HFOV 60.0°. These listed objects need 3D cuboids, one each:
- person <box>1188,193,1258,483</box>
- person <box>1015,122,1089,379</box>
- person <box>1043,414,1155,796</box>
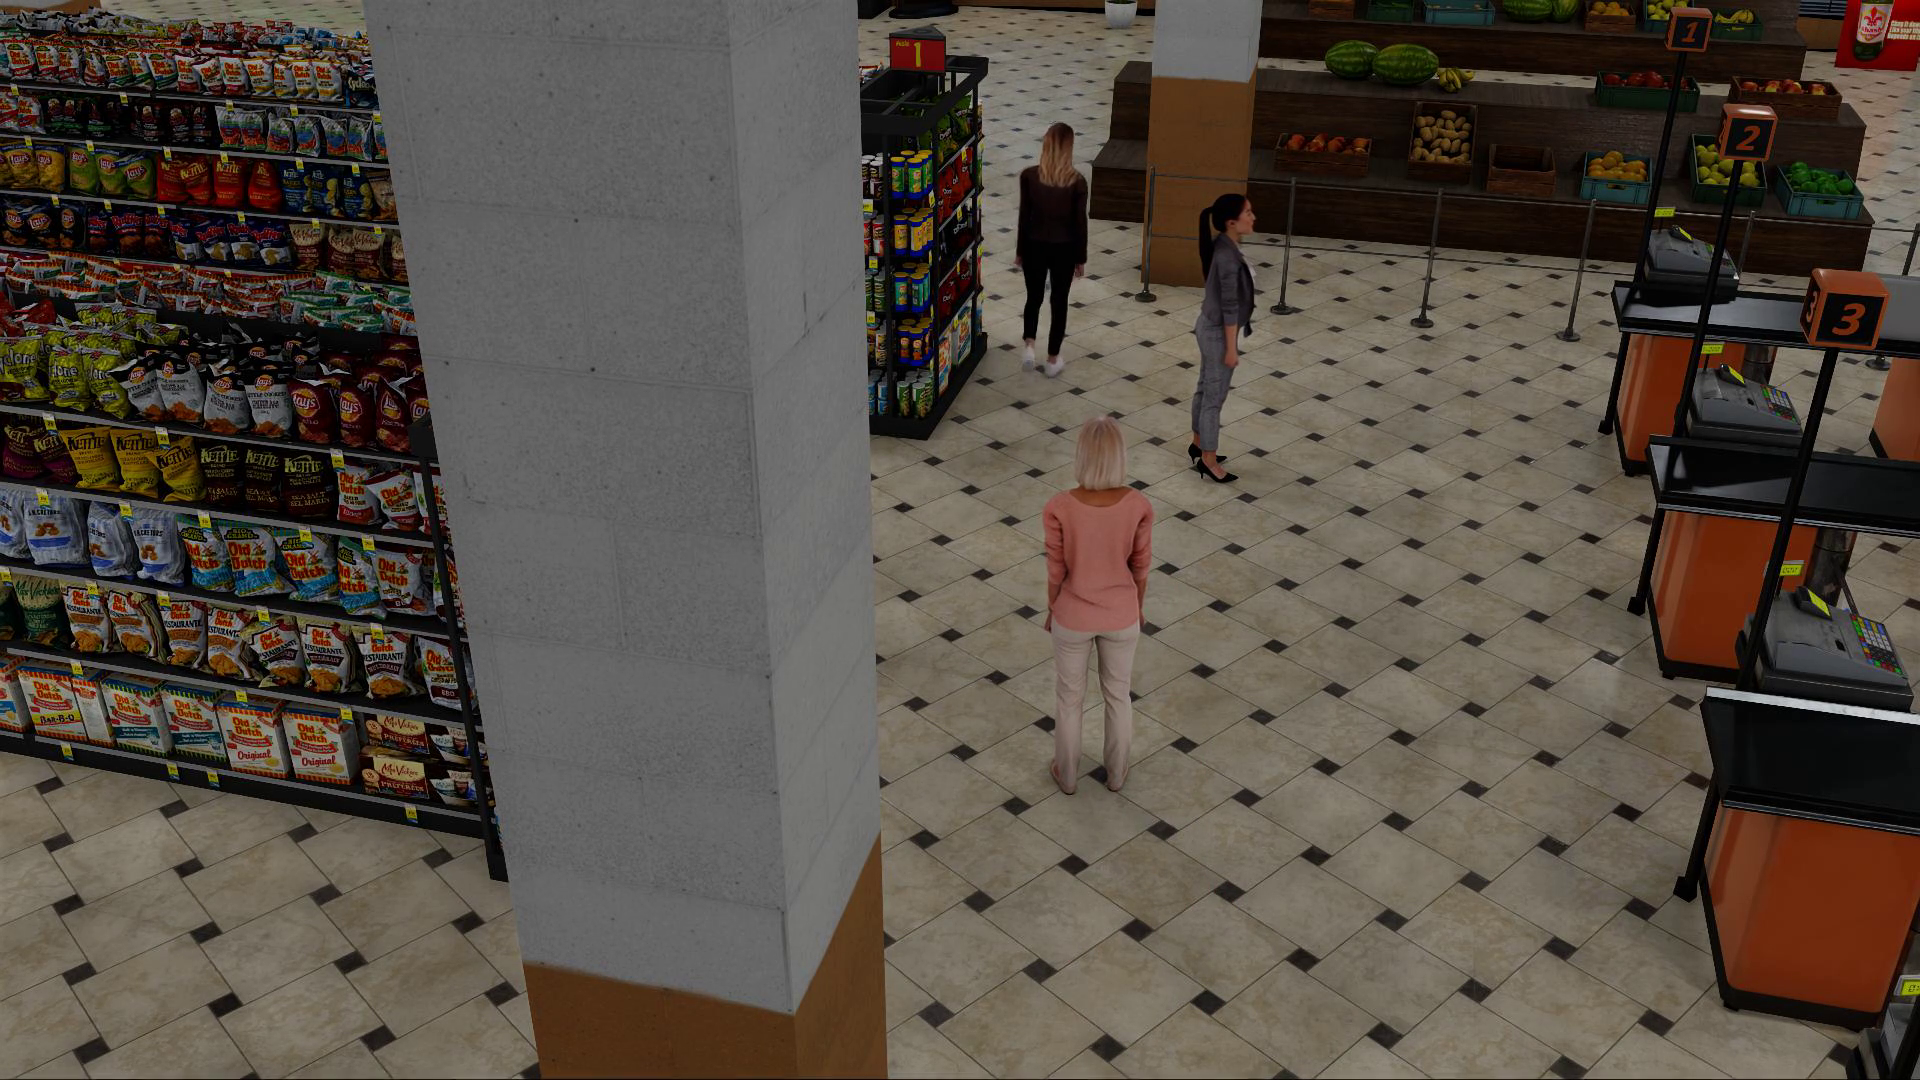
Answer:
[{"bbox_3d":[1.471,-1.156,9.480,0.667,1.678,0.677,-1,29,-1],"label":"person"},{"bbox_3d":[0.554,-1.799,10.641,0.715,1.693,0.698,8,30,14],"label":"person"},{"bbox_3d":[0.551,0.284,6.792,0.575,1.725,0.725,-2,29,-3],"label":"person"}]
